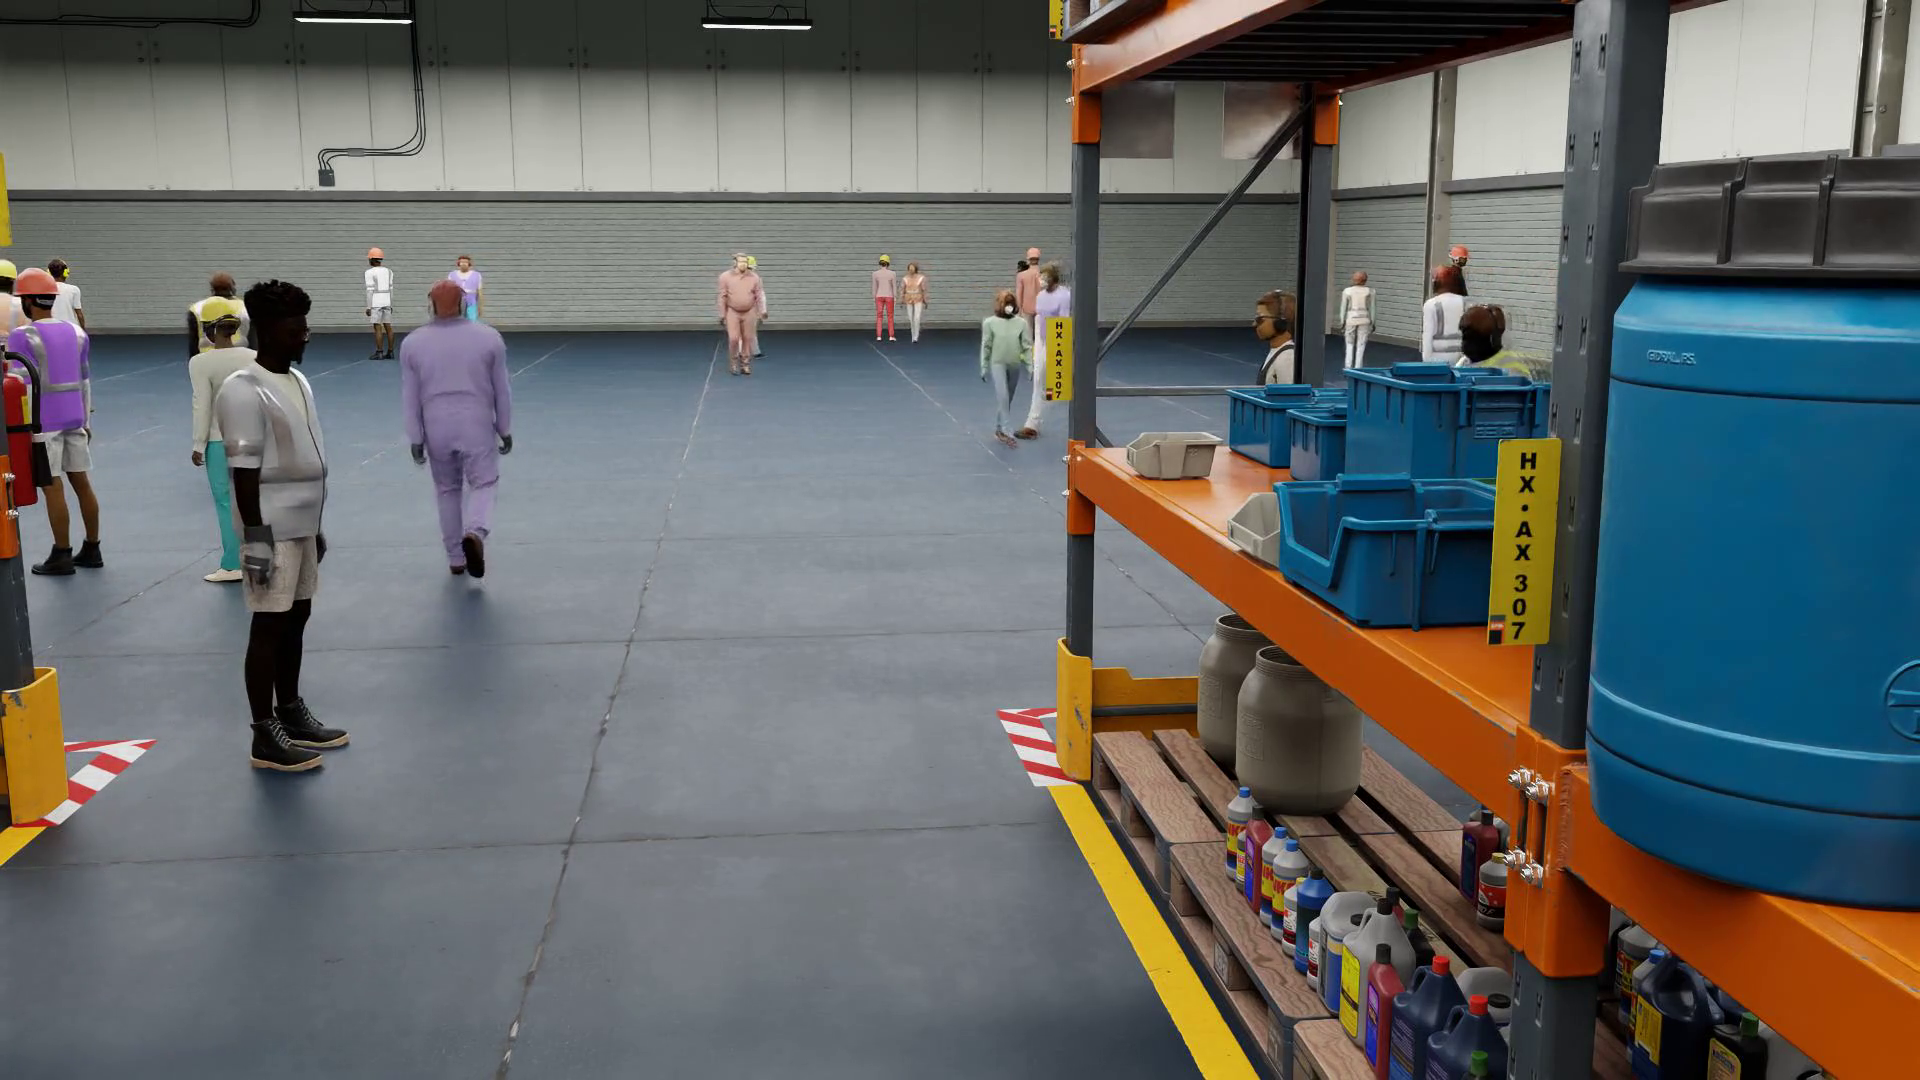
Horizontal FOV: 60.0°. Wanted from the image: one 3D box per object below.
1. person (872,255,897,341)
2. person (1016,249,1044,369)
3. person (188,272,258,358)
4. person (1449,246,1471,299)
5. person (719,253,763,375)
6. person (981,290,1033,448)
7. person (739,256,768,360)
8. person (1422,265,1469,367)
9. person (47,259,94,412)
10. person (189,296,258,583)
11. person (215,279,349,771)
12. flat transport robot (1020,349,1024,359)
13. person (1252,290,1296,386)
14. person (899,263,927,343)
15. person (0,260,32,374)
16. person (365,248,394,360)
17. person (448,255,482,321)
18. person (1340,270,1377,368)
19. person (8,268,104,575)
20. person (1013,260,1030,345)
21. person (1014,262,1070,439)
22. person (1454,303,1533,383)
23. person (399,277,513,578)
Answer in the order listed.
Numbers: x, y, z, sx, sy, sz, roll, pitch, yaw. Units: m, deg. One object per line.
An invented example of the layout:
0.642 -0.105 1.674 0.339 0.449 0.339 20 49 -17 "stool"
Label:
-1.537 -4.950 34.066 0.523 1.769 0.310 1 10 7 "person"
1.226 -3.731 26.929 0.630 1.938 1.037 1 10 3 "person"
-7.042 -1.661 15.960 0.619 1.800 0.959 -5 12 -27 "person"
7.660 -3.541 25.705 0.384 1.993 0.623 4 11 19 "person"
-3.366 -3.483 25.695 0.670 1.882 0.588 -3 11 -18 "person"
0.478 -1.769 17.107 0.512 1.590 0.846 -4 11 -19 "person"
-3.666 -4.002 28.794 0.580 1.801 0.908 8 13 36 "person"
4.844 -1.807 16.598 0.580 1.857 0.820 -5 11 -25 "person"
-10.814 -2.446 20.083 0.518 1.860 0.328 -2 11 -12 "person"
-4.536 -0.619 10.323 0.312 1.768 0.530 5 11 25 "person"
-2.737 -0.064 6.730 0.366 1.962 0.614 0 10 0 "person"
1.560 -3.281 29.013 0.652 0.197 1.431 7 13 35 "flat transport robot"
1.732 -0.443 9.138 0.334 1.843 0.513 1 10 7 "person"
-0.961 -4.751 33.388 0.547 1.600 0.799 3 11 14 "person"
-9.131 -1.725 15.988 0.626 1.903 0.558 -1 10 -4 "person"
-10.091 -4.094 28.893 0.347 1.941 0.545 6 12 30 "person"
-8.680 -4.077 29.152 0.570 1.816 0.779 -1 10 -6 "person"
6.052 -3.275 25.247 0.538 1.621 0.477 3 11 18 "person"
-5.760 -0.744 10.535 0.378 1.936 0.548 4 11 19 "person"
1.191 -4.433 31.445 0.501 1.680 0.540 -4 11 -21 "person"
1.048 -2.017 17.725 1.058 1.886 0.645 -8 13 -39 "person"
2.806 -0.346 8.743 0.801 1.805 0.650 -2 11 -13 "person"
-3.122 -0.685 10.343 0.651 1.889 0.713 -1 10 -7 "person"
